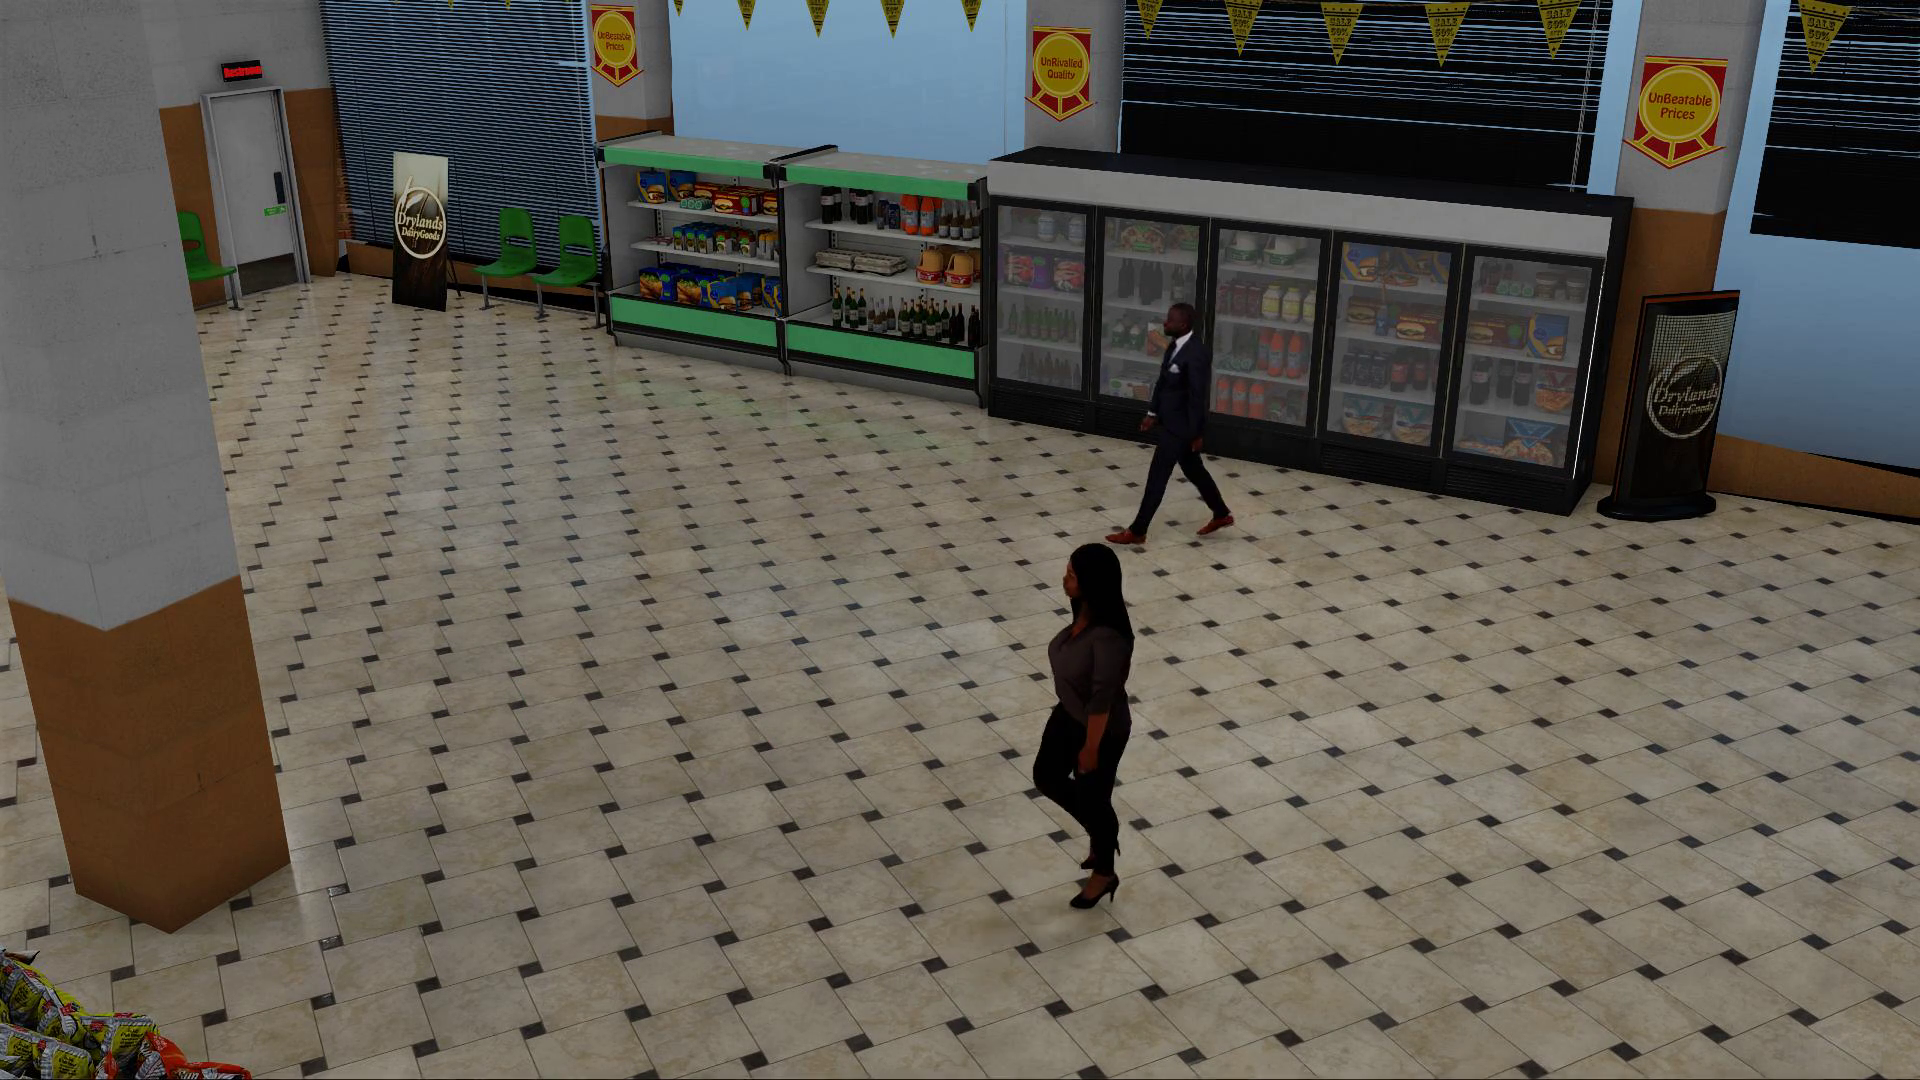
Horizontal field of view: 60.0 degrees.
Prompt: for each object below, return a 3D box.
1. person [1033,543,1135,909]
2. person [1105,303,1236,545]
[{"bbox_3d":[0.702,0.872,7.685,0.854,1.831,0.797,-5,22,-12],"label":"person"},{"bbox_3d":[1.663,-0.809,11.928,1.318,1.787,1.141,-2,22,-4],"label":"person"}]
